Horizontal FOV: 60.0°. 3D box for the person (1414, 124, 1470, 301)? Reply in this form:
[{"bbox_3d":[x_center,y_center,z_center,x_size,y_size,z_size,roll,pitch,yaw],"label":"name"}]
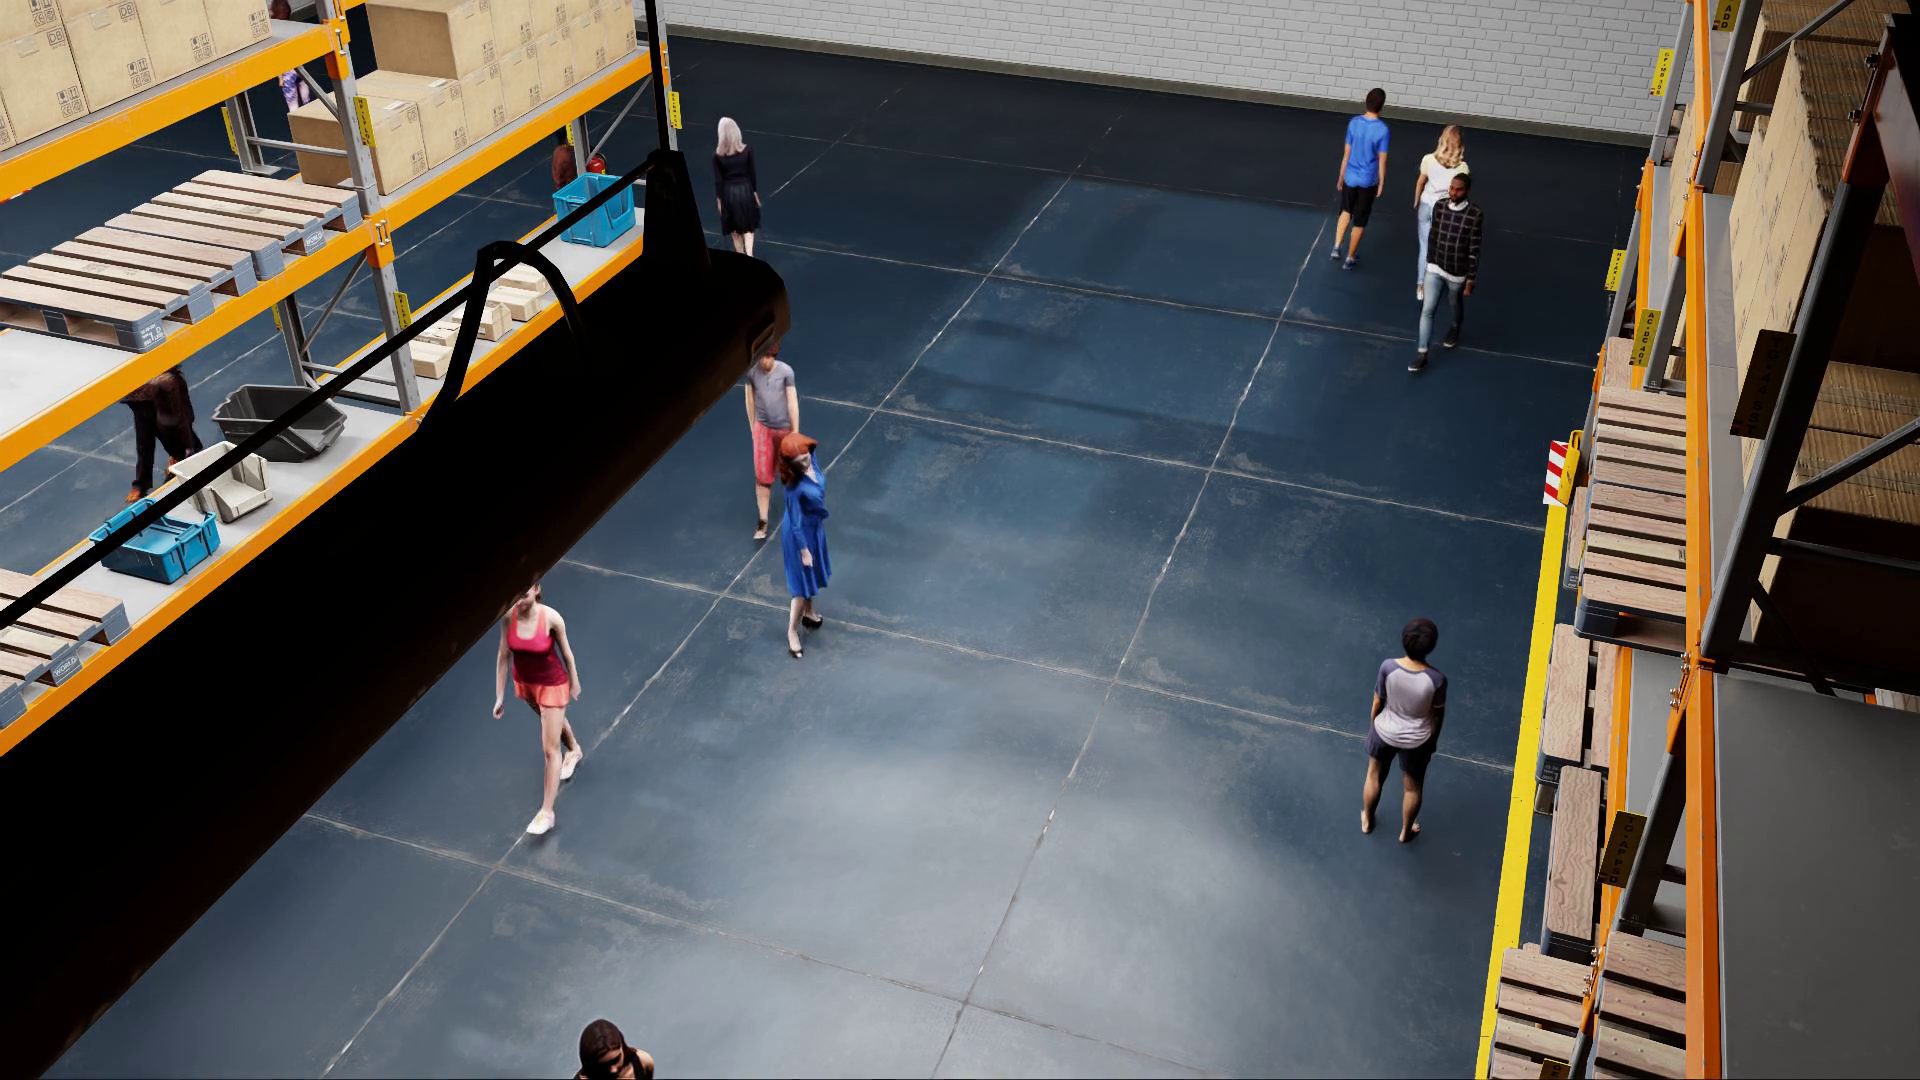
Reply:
[{"bbox_3d":[4.610,-3.142,16.155,0.664,1.669,1.110,13,36,18],"label":"person"}]

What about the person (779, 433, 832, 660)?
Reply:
[{"bbox_3d":[-1.072,-0.052,11.393,0.788,1.793,0.545,-1,34,-1],"label":"person"}]

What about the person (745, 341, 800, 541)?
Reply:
[{"bbox_3d":[-1.395,-0.891,12.815,0.766,1.616,1.084,3,34,4],"label":"person"}]

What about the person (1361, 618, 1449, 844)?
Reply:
[{"bbox_3d":[2.621,1.122,9.833,0.575,1.565,0.533,14,36,20],"label":"person"}]

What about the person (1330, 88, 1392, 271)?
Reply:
[{"bbox_3d":[3.960,-3.545,16.593,0.716,1.855,0.819,18,38,25],"label":"person"}]

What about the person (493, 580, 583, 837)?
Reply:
[{"bbox_3d":[-2.501,0.840,10.127,0.625,1.710,1.124,9,35,14],"label":"person"}]

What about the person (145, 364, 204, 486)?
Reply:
[{"bbox_3d":[-5.998,-0.784,12.590,0.951,1.688,0.808,-28,43,-35],"label":"person"}]

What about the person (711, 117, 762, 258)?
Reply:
[{"bbox_3d":[-2.160,-3.253,16.264,0.829,1.733,0.914,-8,34,-12],"label":"person"}]

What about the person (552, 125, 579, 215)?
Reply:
[{"bbox_3d":[-3.869,-3.179,16.167,1.261,1.716,1.155,-19,38,-26],"label":"person"}]

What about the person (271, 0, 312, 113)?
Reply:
[{"bbox_3d":[-7.872,-5.502,19.620,0.655,1.763,0.501,14,36,20],"label":"person"}]

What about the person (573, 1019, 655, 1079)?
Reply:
[{"bbox_3d":[-1.489,2.712,7.330,0.635,1.688,0.741,-25,41,-33],"label":"person"}]

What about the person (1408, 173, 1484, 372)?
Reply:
[{"bbox_3d":[4.469,-2.475,15.053,0.892,1.777,1.322,20,38,27],"label":"person"}]
